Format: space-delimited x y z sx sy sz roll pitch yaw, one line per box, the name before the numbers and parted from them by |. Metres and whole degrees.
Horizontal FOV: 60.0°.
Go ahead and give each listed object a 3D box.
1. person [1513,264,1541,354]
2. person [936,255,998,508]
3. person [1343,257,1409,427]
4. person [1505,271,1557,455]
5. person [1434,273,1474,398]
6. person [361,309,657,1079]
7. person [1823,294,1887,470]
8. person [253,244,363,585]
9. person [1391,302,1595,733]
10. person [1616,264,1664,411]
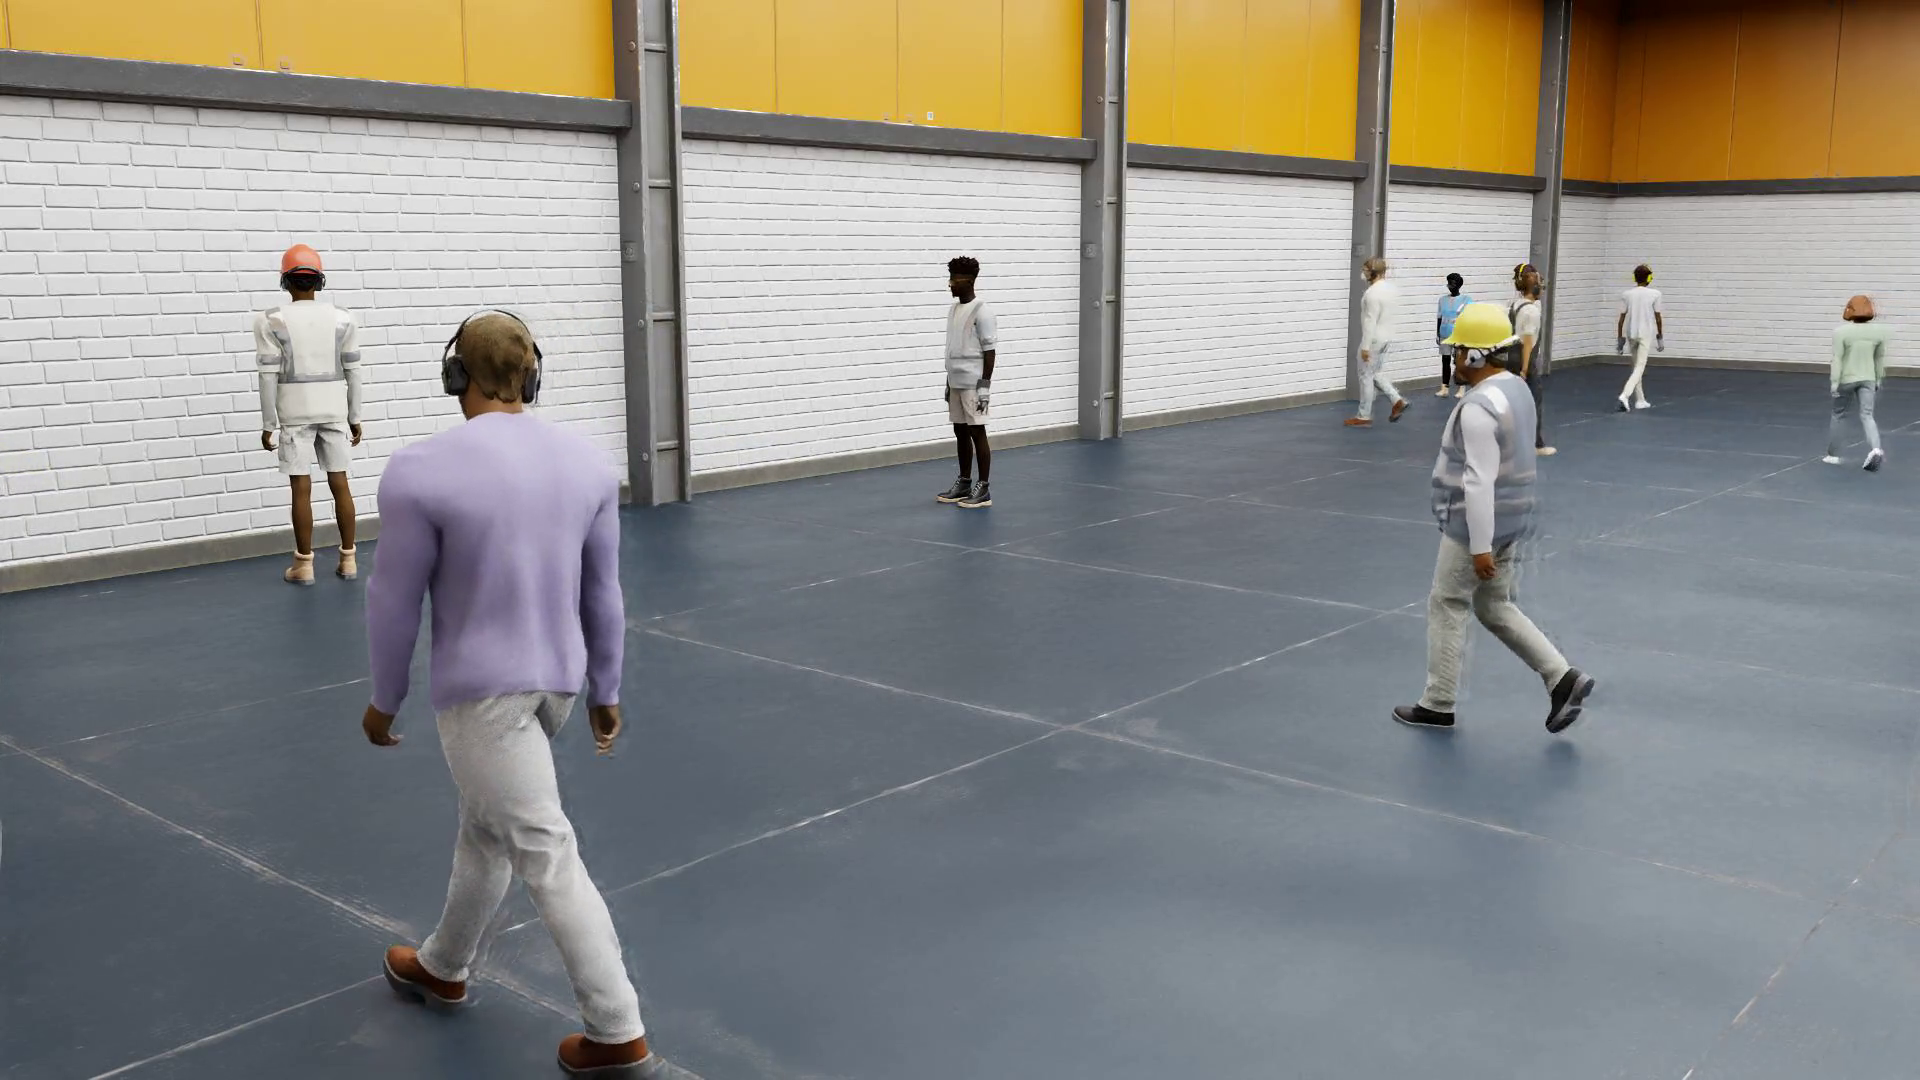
person | 5.750 -1.876 16.969 0.311 1.863 0.534 4 11 22
person | 0.055 -1.240 13.050 0.361 1.963 0.613 -6 11 -29
person | 4.684 -2.212 18.696 0.622 1.926 0.647 5 11 28
person | 5.378 -1.700 16.145 0.914 1.816 0.527 -2 10 -11
person | 6.674 -2.763 22.510 0.319 1.693 0.530 -10 14 -43
person | -1.119 0.373 4.145 1.044 1.878 0.619 7 12 33
person | 8.277 -1.458 15.327 0.503 1.605 0.801 1 10 5
person | -3.923 -0.751 10.049 0.609 2.043 0.376 -8 12 -37
person | 2.220 -0.069 6.844 0.723 1.809 0.592 8 13 38
person | 8.465 -2.523 20.763 0.933 1.836 0.514 -9 13 -41
